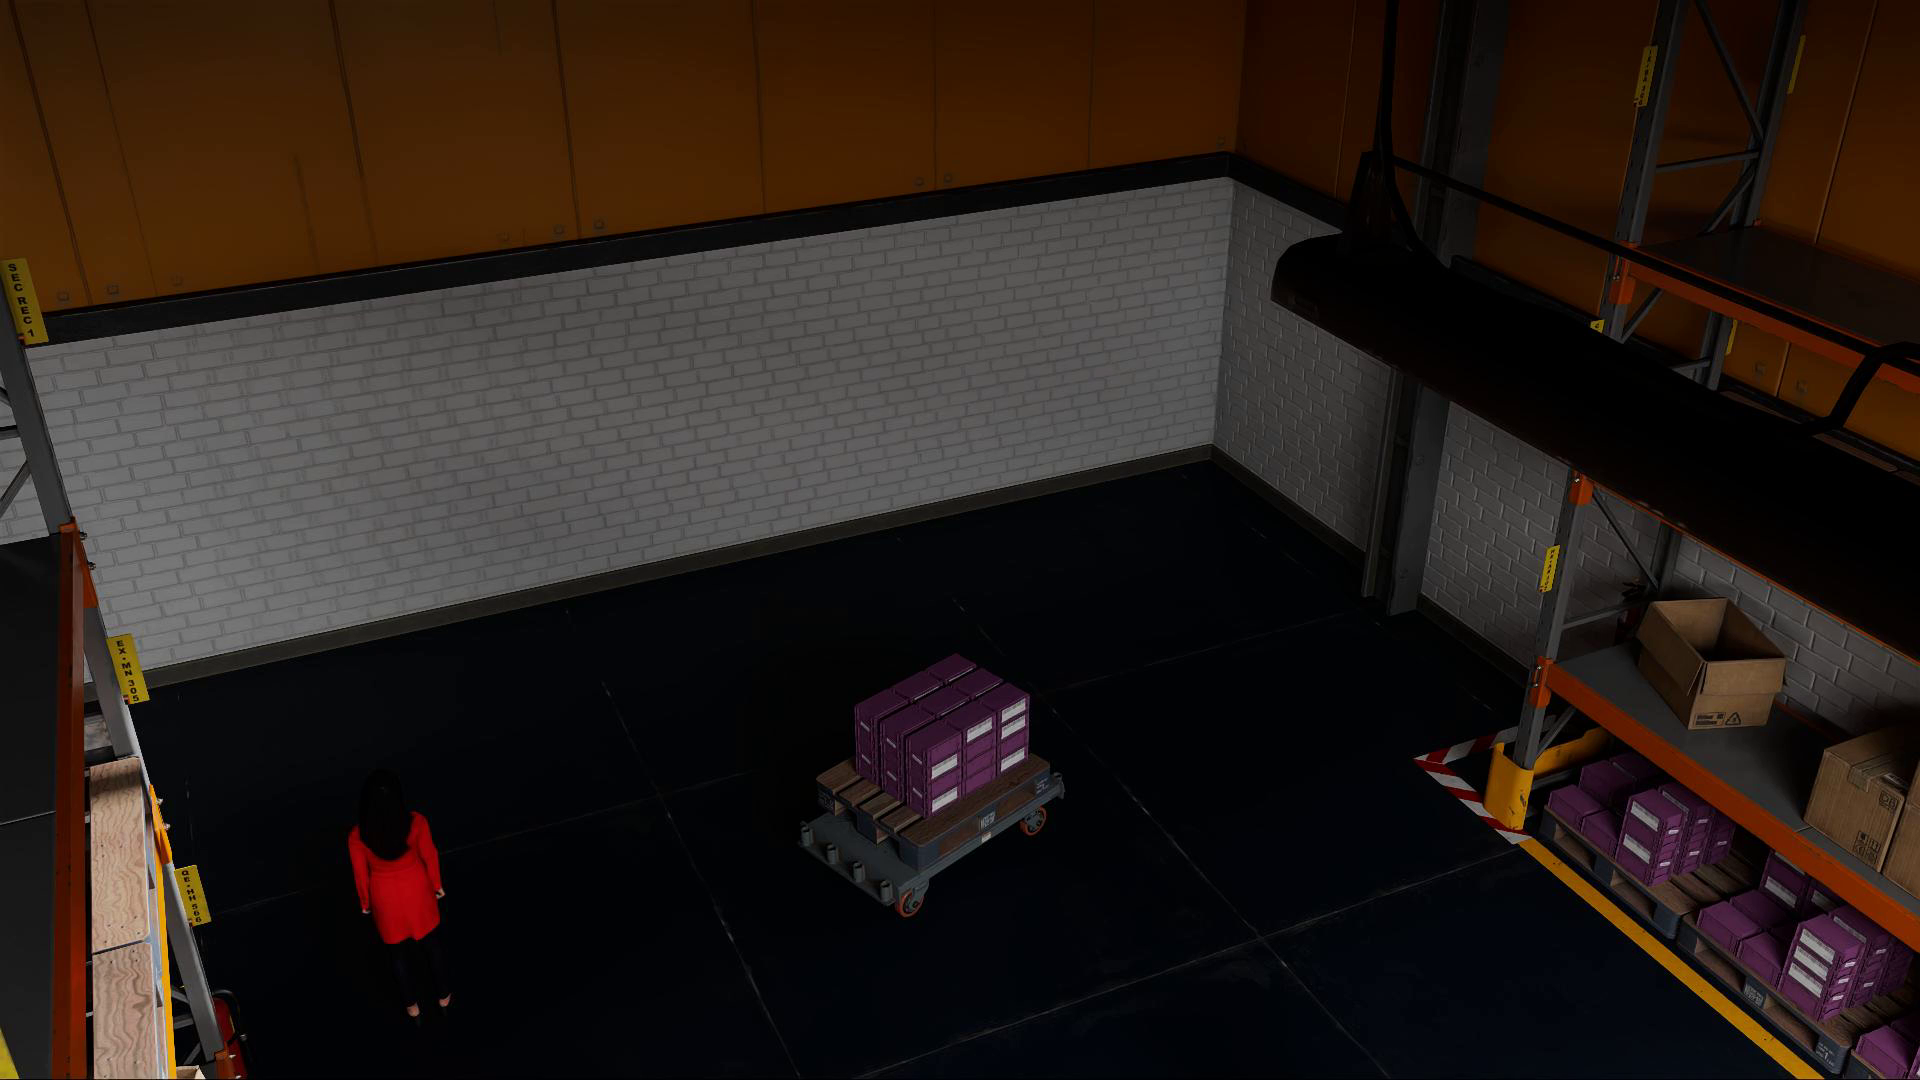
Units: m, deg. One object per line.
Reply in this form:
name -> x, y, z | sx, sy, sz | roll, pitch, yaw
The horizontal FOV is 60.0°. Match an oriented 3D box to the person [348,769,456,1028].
person -> -3.148, 2.024, 9.398 | 0.613, 1.748, 0.593 | -12, 31, -21
